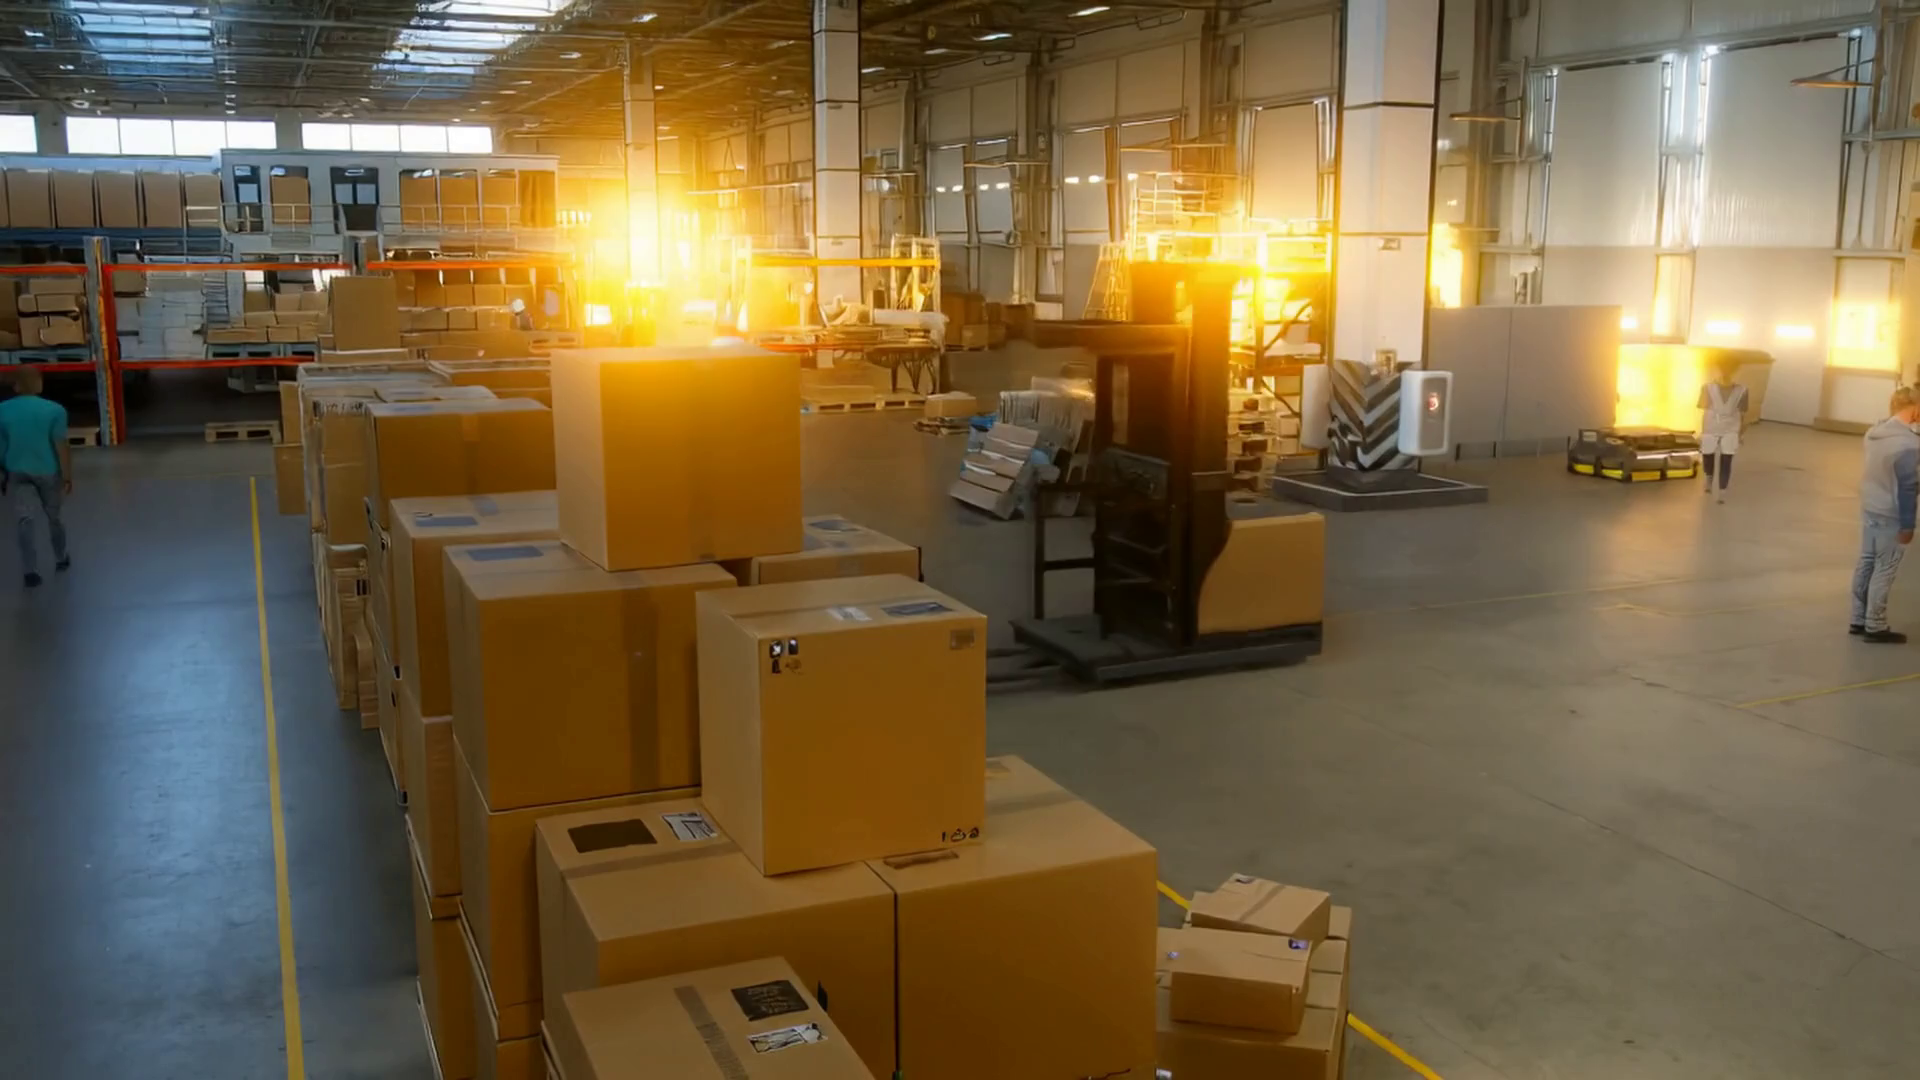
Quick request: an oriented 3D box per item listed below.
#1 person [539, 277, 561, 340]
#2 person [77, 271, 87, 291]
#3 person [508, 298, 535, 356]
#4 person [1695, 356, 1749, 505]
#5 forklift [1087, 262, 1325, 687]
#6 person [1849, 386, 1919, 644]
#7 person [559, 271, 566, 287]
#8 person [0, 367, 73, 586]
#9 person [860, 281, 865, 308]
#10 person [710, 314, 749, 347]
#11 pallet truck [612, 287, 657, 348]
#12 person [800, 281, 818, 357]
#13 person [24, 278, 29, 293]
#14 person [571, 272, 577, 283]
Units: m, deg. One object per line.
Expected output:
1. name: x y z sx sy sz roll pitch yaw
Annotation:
1. person: -11.453 -6.317 46.171 0.792 1.910 0.549 4 11 21
2. person: -28.943 -7.919 54.850 0.365 1.964 0.610 -10 14 -43
3. person: -8.617 -3.816 32.602 0.429 1.837 0.621 6 12 30
4. person: 8.642 -1.251 18.868 0.542 1.680 0.524 6 12 28
5. forklift: 1.538 -0.537 11.645 1.873 2.768 1.129 -4 11 -23
6. person: 6.899 -0.185 12.350 0.387 1.927 0.639 0 10 1
7. person: -13.699 -8.319 57.291 0.588 1.881 0.337 7 12 33
8. person: -8.138 -0.578 14.628 0.647 1.885 1.009 -3 11 -16
9. person: -3.736 -8.915 60.902 0.999 1.783 0.647 9 14 40
10. person: -3.335 -2.322 24.150 0.607 1.907 0.490 -3 11 -18
11. pallet truck: -6.464 -4.406 35.401 0.823 1.965 1.885 6 12 32
12. person: -3.815 -5.586 42.123 0.585 1.920 0.373 7 12 34
13. person: -27.004 -6.666 48.267 0.381 1.858 0.519 -3 11 -16
14. person: -14.740 -9.314 63.253 0.828 1.712 0.495 1 10 7
